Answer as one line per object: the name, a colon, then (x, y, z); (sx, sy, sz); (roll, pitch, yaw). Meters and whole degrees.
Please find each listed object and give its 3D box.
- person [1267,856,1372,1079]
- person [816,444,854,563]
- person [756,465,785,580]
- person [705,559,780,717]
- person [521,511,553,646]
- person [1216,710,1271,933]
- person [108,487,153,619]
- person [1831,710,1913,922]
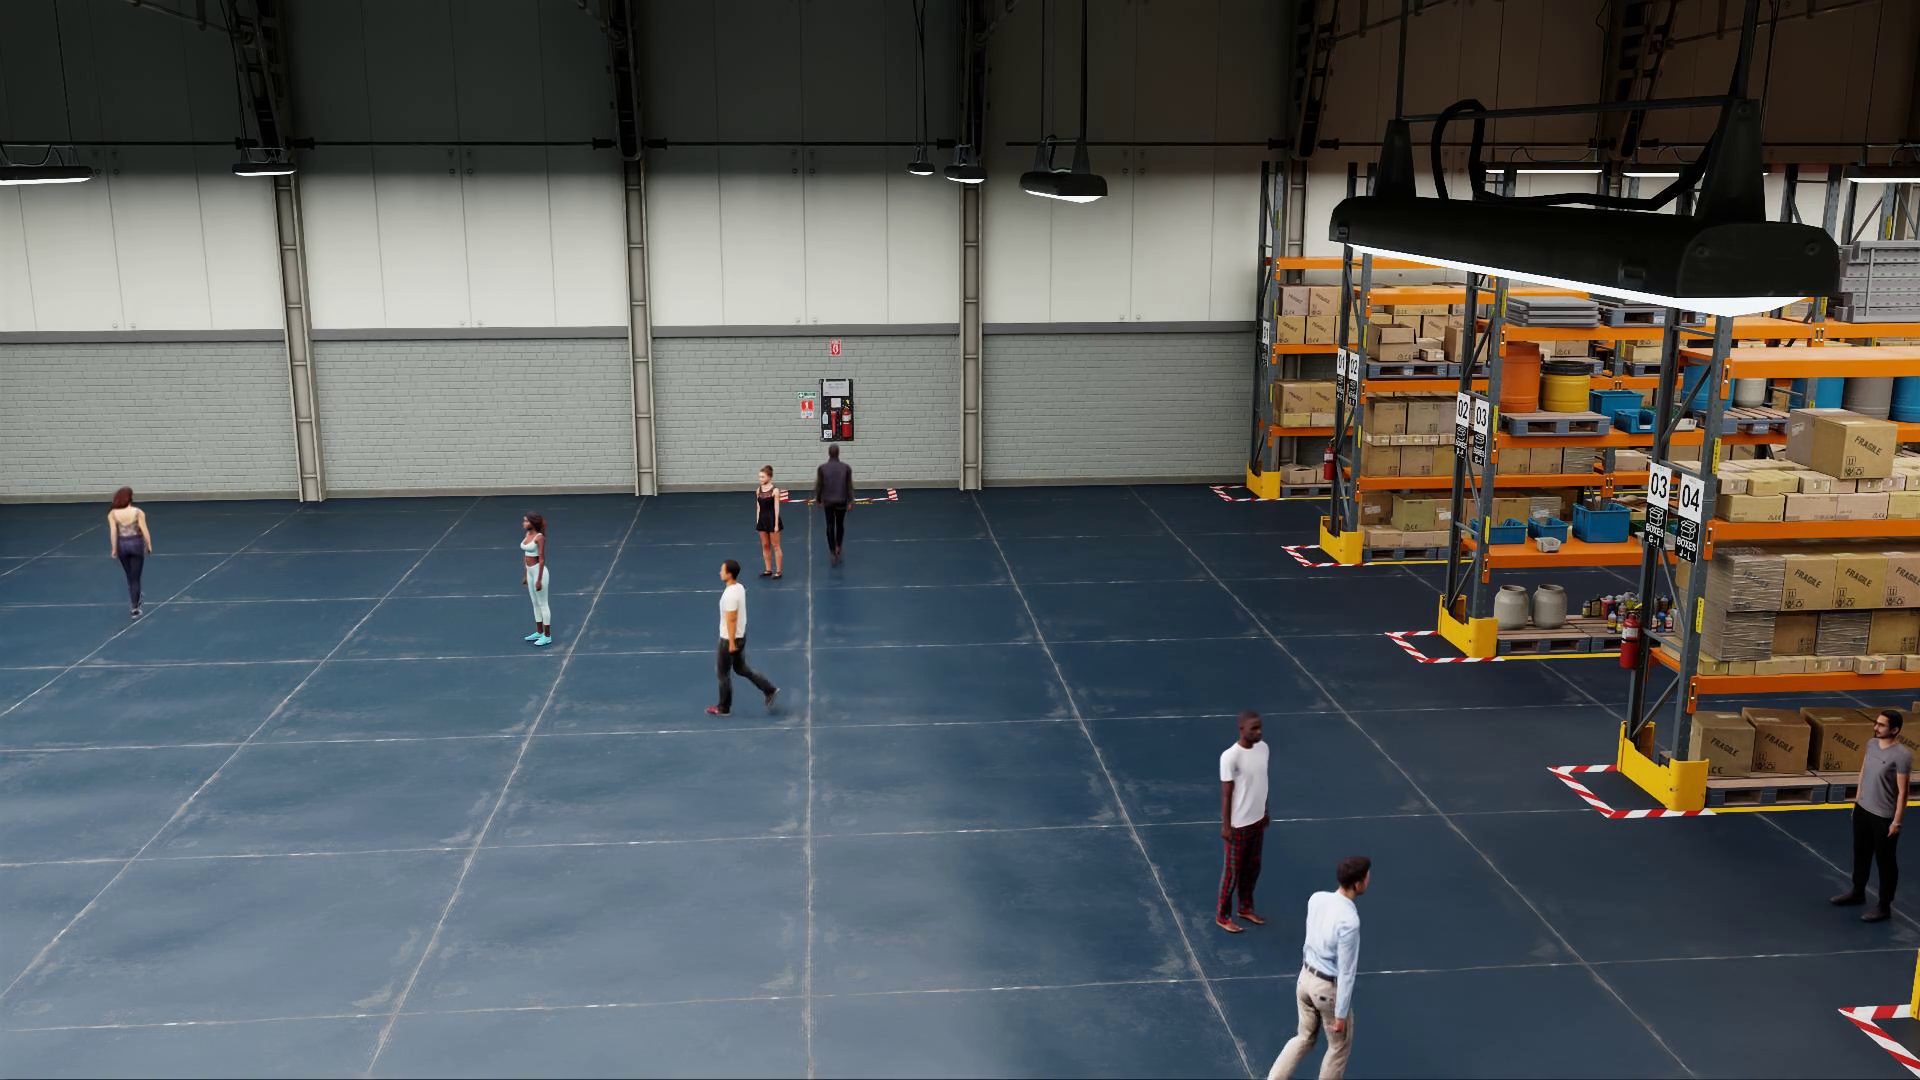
person: (2.268, 2.884, 10.575); (1.023, 1.817, 0.853); (-7, 15, -27)
person: (-1.925, -0.530, 25.372); (1.076, 1.793, 0.768); (-1, 13, -3)
person: (-2.801, -0.269, 24.492); (0.674, 1.681, 0.752); (8, 15, 31)
person: (-2.425, 1.087, 18.410); (1.104, 1.784, 0.799); (1, 13, 6)
person: (-5.397, 0.469, 21.208); (0.696, 1.725, 0.653); (-12, 17, -41)
person: (2.277, 2.231, 13.361); (0.667, 1.832, 0.781); (-11, 17, -39)
person: (-11.177, 0.194, 22.382); (1.040, 1.730, 0.744); (-3, 13, -11)
person: (7.516, 2.218, 13.589); (0.570, 1.754, 0.650); (-3, 13, -13)
